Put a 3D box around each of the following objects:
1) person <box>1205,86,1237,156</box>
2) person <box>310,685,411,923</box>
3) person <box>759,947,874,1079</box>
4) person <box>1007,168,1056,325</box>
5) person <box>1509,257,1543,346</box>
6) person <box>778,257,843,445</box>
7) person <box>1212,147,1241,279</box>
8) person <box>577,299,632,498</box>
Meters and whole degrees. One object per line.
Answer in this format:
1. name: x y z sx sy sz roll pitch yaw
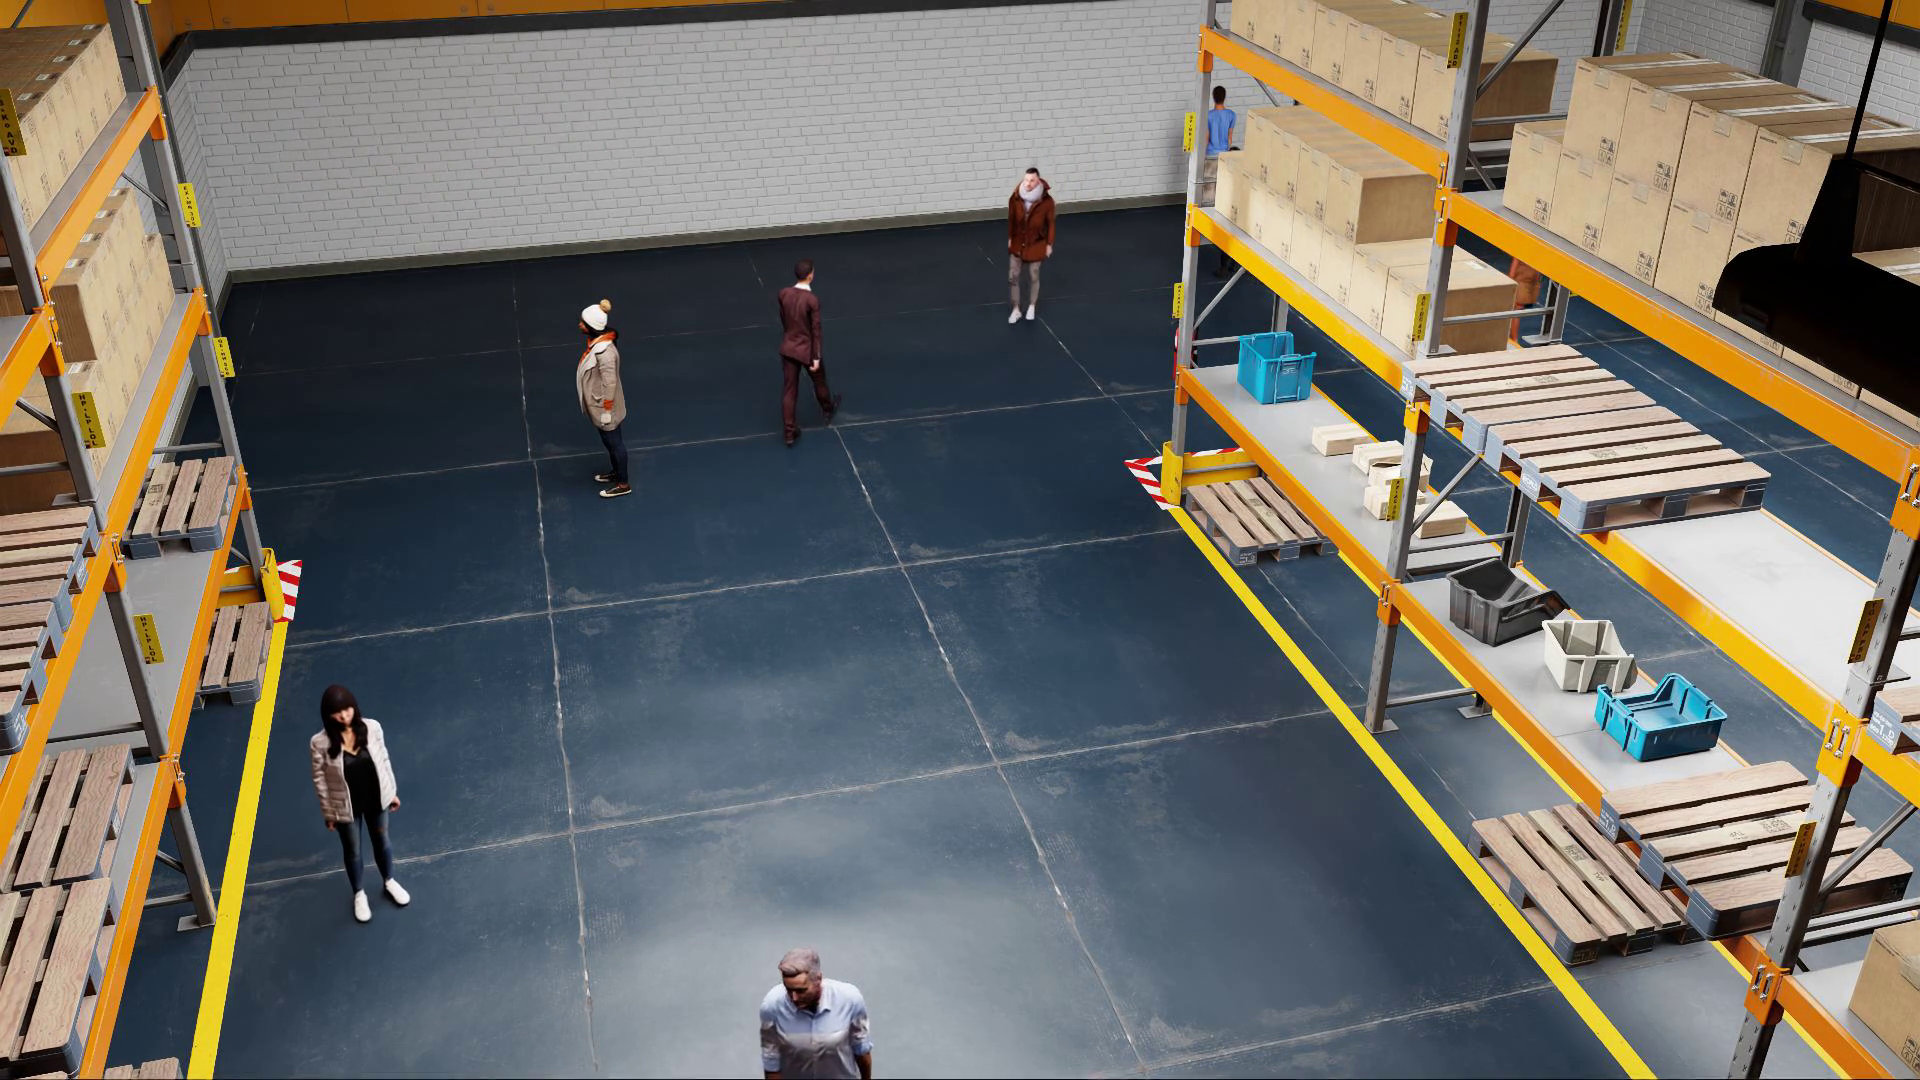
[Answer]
1. person: 3.467 -5.181 22.462 0.645 1.864 0.550 -8 30 -14
2. person: -3.718 1.594 10.277 0.694 1.637 0.677 -20 34 -32
3. person: -0.713 2.629 8.233 0.855 1.779 1.126 -1 29 -1
4. person: 0.809 -3.450 19.330 0.882 1.822 0.923 6 29 10
5. person: 6.212 -2.884 18.465 0.616 1.657 0.901 -12 31 -21
6. person: -1.606 -1.812 16.339 1.127 1.813 1.257 11 31 20
7. person: 3.372 -4.027 20.583 0.655 1.636 0.653 -15 32 -25
8. person: -3.261 -1.330 15.374 0.742 1.890 0.594 -9 30 -16
